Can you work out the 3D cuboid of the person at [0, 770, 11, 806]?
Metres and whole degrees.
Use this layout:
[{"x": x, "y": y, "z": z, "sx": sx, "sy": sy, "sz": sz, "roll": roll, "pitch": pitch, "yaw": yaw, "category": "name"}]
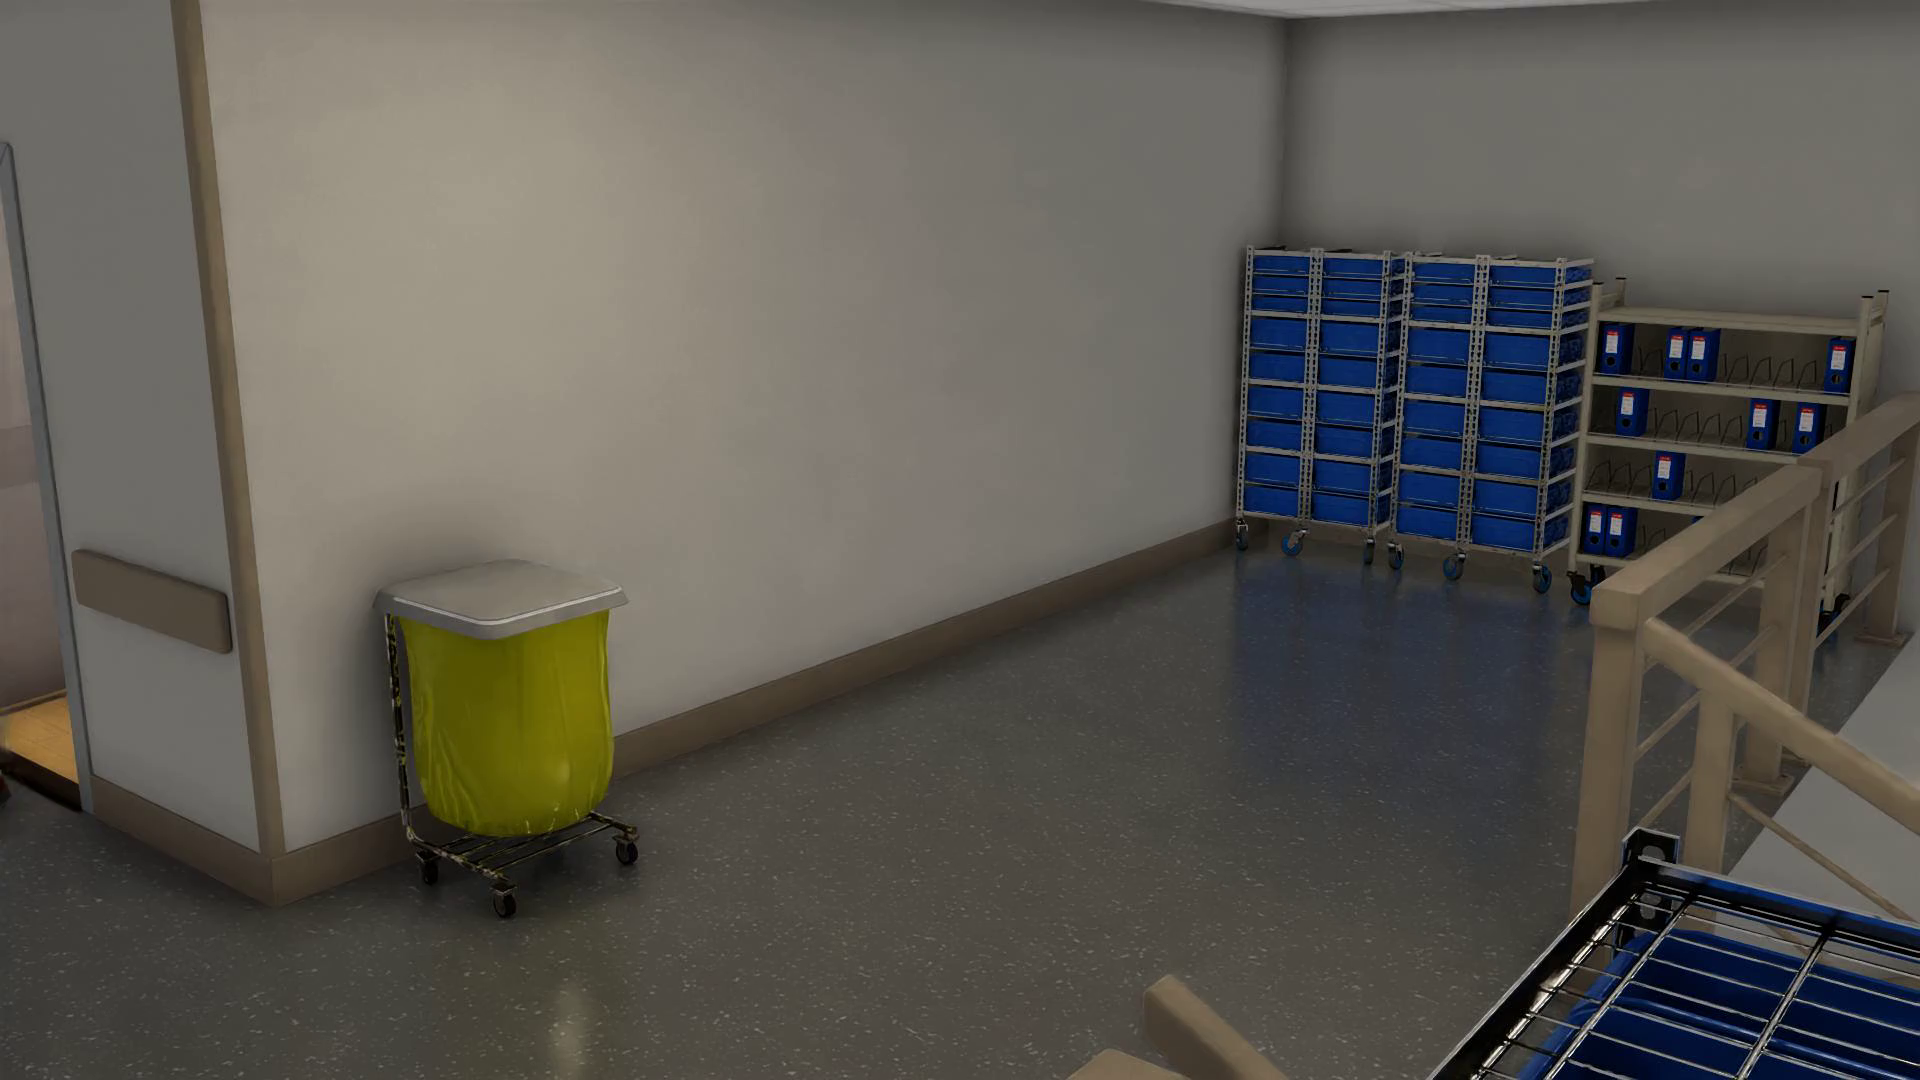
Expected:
[{"x": -3.532, "y": 0.159, "z": 5.334, "sx": 0.625, "sy": 1.888, "sz": 1.009, "roll": 1, "pitch": 13, "yaw": 4, "category": "person"}]
